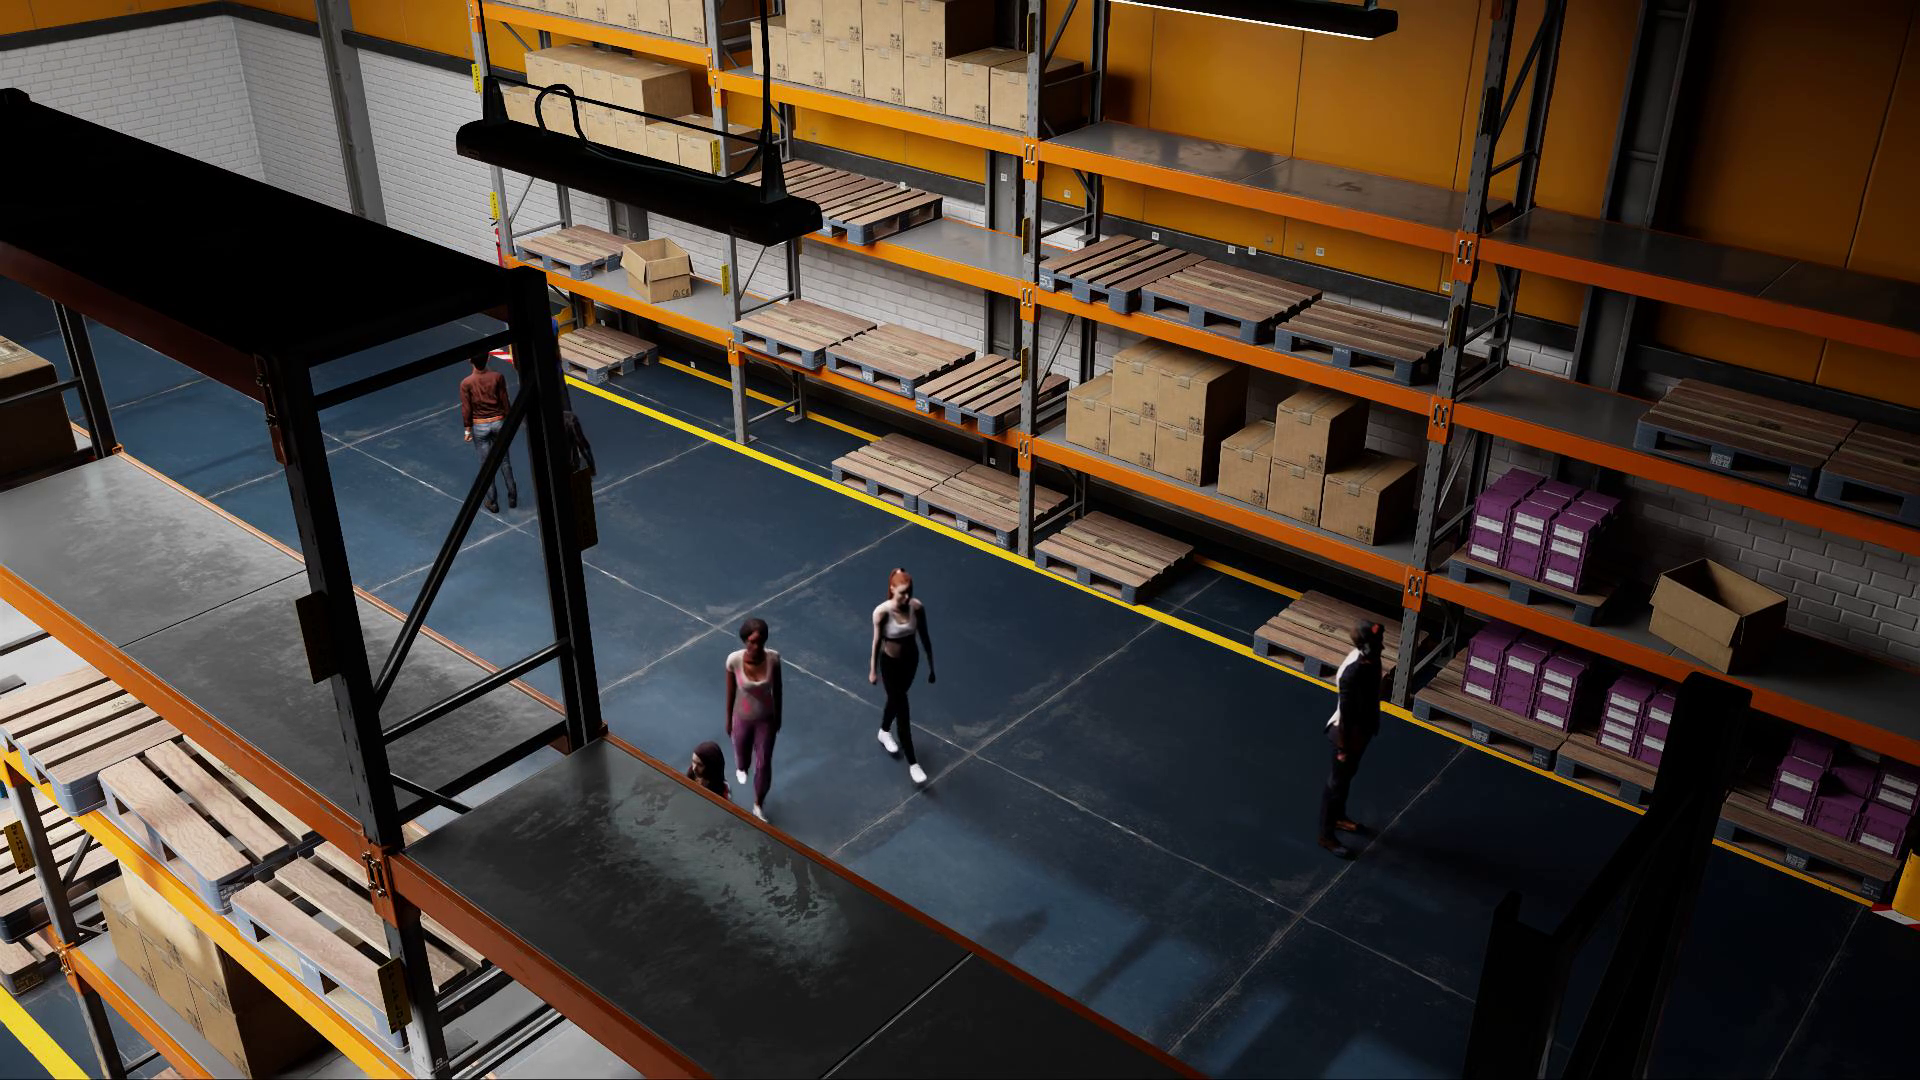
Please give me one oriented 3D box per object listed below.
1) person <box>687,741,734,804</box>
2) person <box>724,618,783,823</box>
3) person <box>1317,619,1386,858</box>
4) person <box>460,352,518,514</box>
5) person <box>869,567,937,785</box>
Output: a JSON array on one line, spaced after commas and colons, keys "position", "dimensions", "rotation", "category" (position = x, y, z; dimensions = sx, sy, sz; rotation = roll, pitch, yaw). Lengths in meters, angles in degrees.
[{"position": [-1.659, 2.030, 11.131], "dimensions": [0.482, 1.614, 0.669], "rotation": [18, 33, 29], "category": "person"}, {"position": [-1.530, 1.296, 12.361], "dimensions": [0.887, 1.724, 0.978], "rotation": [-4, 29, -7], "category": "person"}, {"position": [2.835, 1.389, 12.017], "dimensions": [0.633, 1.892, 0.710], "rotation": [16, 32, 27], "category": "person"}, {"position": [-4.744, -1.131, 16.753], "dimensions": [0.710, 1.779, 0.635], "rotation": [-16, 32, -27], "category": "person"}, {"position": [-0.521, 0.966, 12.985], "dimensions": [0.877, 1.707, 1.155], "rotation": [-14, 32, -24], "category": "person"}]
